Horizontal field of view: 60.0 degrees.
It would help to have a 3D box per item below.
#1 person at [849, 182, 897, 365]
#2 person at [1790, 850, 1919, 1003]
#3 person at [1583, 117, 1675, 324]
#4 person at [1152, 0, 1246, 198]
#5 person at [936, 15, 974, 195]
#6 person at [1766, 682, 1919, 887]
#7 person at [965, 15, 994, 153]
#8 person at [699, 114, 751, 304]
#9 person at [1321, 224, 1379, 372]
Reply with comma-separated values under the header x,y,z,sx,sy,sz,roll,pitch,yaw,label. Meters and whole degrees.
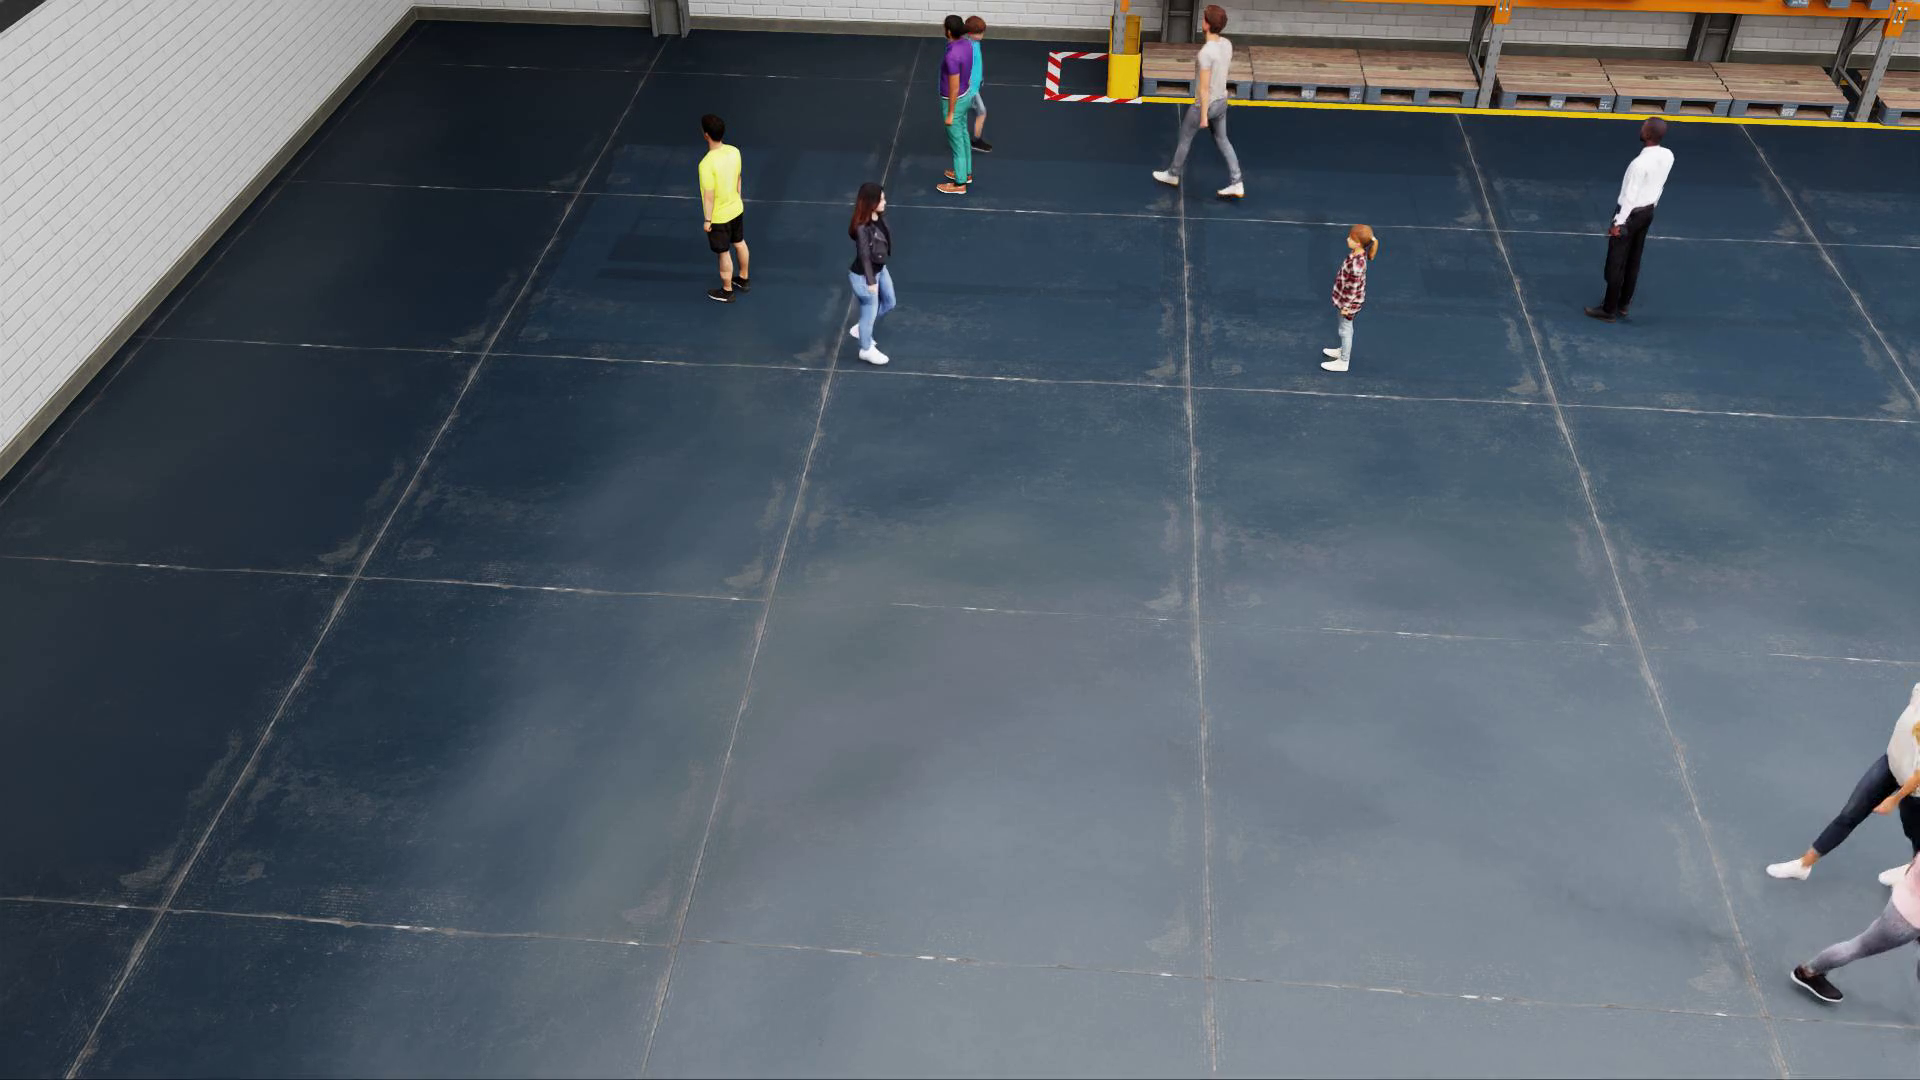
x,y,z,sx,sy,sz,roll,pitch,yaw,label
-0.817,-2.197,13.700,0.712,1.624,0.703,11,40,14,person
4.813,1.876,8.561,1.188,1.673,0.930,23,44,26,person
5.752,-2.729,14.197,0.692,1.835,0.775,-24,44,-27,person
2.477,-4.134,15.950,1.301,1.843,1.108,27,46,29,person
-0.022,-4.239,16.143,0.616,1.767,0.666,11,40,13,person
5.301,1.341,9.160,1.193,1.760,0.722,-3,39,-3,person
0.030,-4.622,16.889,0.647,1.434,0.579,-3,39,-4,person
-2.053,-2.899,14.511,0.716,1.708,0.706,25,45,28,person
3.220,-2.004,13.716,0.561,1.302,0.569,10,40,12,person
